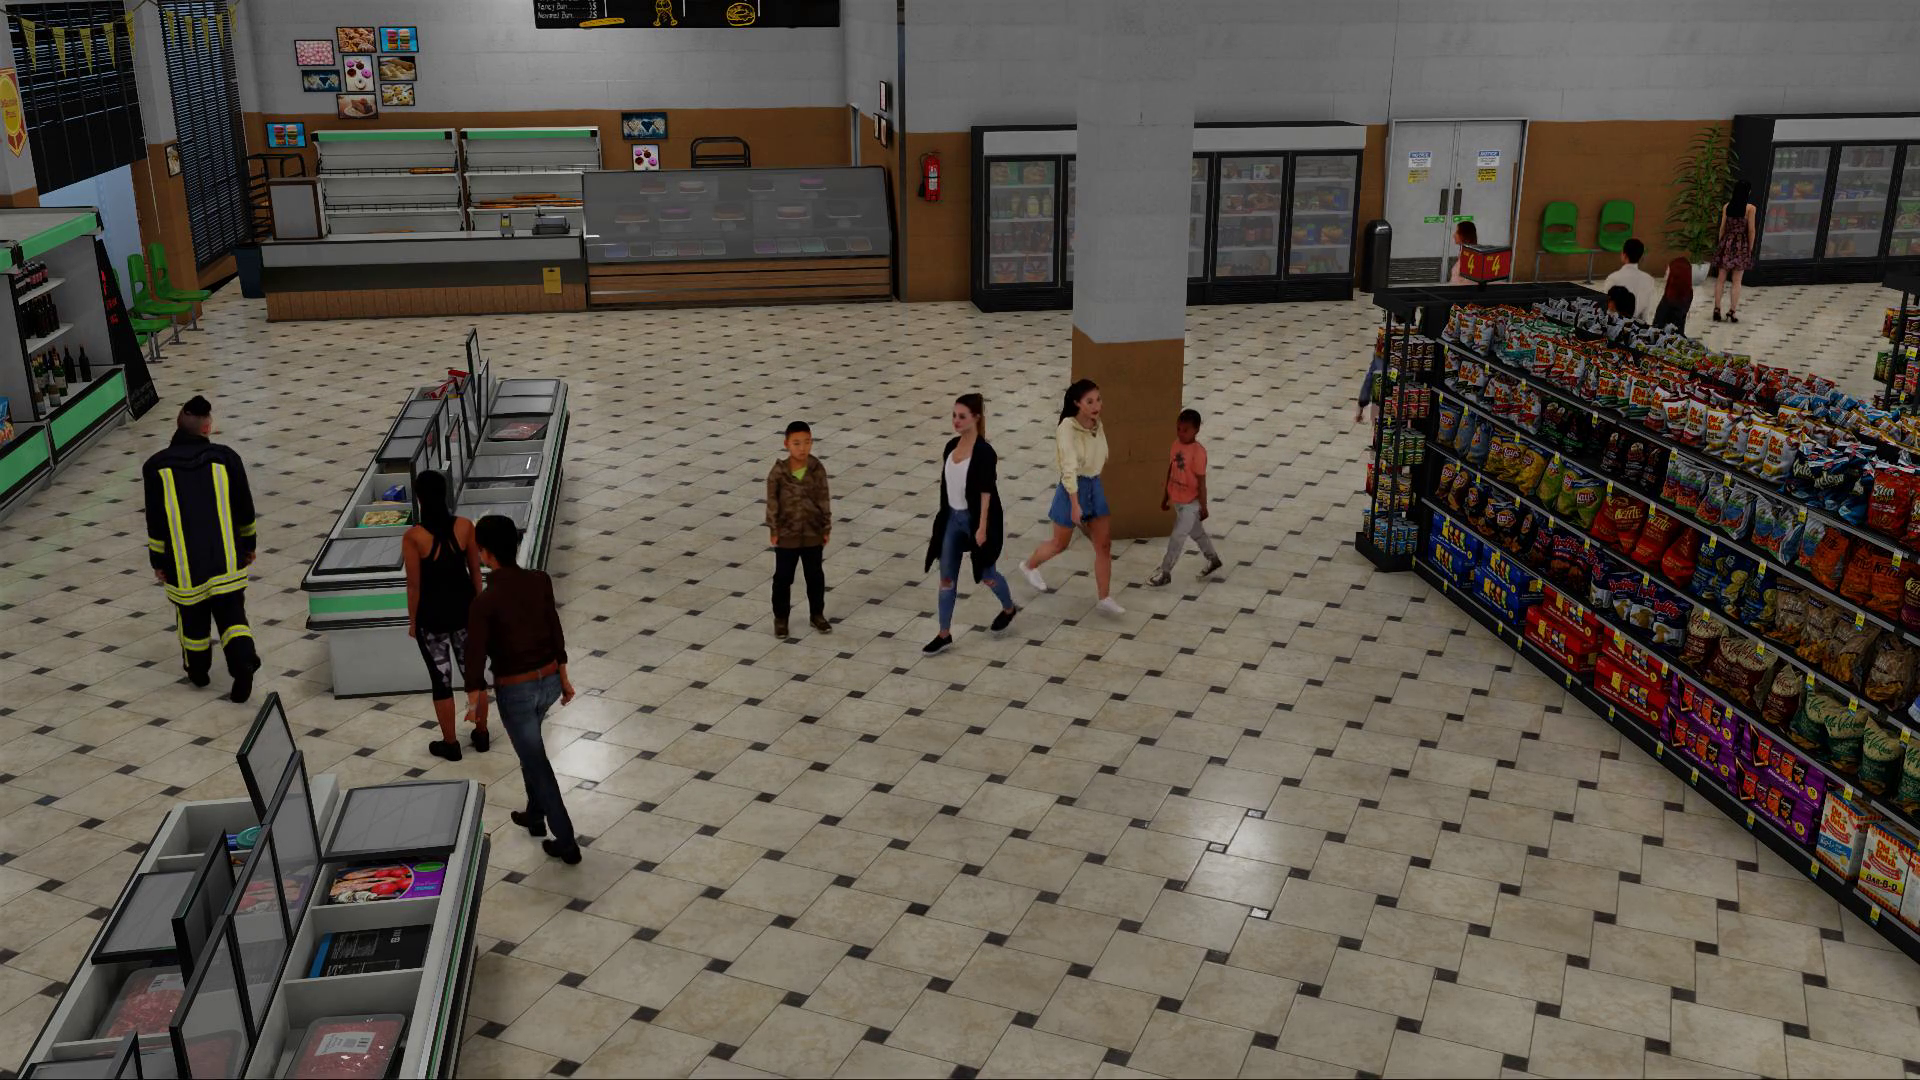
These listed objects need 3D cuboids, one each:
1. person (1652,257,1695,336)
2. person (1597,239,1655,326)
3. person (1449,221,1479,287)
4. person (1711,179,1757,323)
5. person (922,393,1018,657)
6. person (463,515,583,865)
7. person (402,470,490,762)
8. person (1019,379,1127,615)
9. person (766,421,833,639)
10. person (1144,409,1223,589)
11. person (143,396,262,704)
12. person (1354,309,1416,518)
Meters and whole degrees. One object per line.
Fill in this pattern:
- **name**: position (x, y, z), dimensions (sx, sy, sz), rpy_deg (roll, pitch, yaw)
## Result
- **person**: position (6.428, -1.614, 14.957), dimensions (1.057, 1.736, 1.280), rpy_deg (-17, 25, -40)
- **person**: position (6.317, -1.920, 15.797), dimensions (0.748, 1.780, 1.178), rpy_deg (-6, 19, -16)
- **person**: position (5.235, -2.371, 17.148), dimensions (0.768, 1.771, 0.918), rpy_deg (1, 19, 2)
- **person**: position (9.721, -3.632, 20.883), dimensions (0.860, 1.774, 0.784), rpy_deg (-17, 25, -41)
- **person**: position (0.142, -0.113, 10.620), dimensions (1.042, 1.664, 1.032), rpy_deg (18, 25, 42)
- **person**: position (-2.001, 0.758, 7.901), dimensions (0.975, 1.750, 0.914), rpy_deg (14, 23, 35)
- **person**: position (-2.809, 0.397, 9.104), dimensions (0.660, 1.666, 0.667), rpy_deg (-15, 24, -38)
- **person**: position (0.735, -0.290, 11.250), dimensions (1.006, 1.597, 1.194), rpy_deg (-17, 25, -40)
- **person**: position (-1.056, -0.075, 10.841), dimensions (0.611, 1.450, 0.583), rpy_deg (-6, 20, -17)
- **person**: position (1.668, -0.302, 11.777), dimensions (0.693, 1.283, 0.877), rpy_deg (-9, 21, -25)
- **person**: position (-4.438, 0.087, 9.794), dimensions (1.027, 1.813, 1.188), rpy_deg (-14, 23, -35)
- **person**: position (3.461, -1.014, 13.131), dimensions (0.748, 1.766, 0.619), rpy_deg (-7, 20, -21)
